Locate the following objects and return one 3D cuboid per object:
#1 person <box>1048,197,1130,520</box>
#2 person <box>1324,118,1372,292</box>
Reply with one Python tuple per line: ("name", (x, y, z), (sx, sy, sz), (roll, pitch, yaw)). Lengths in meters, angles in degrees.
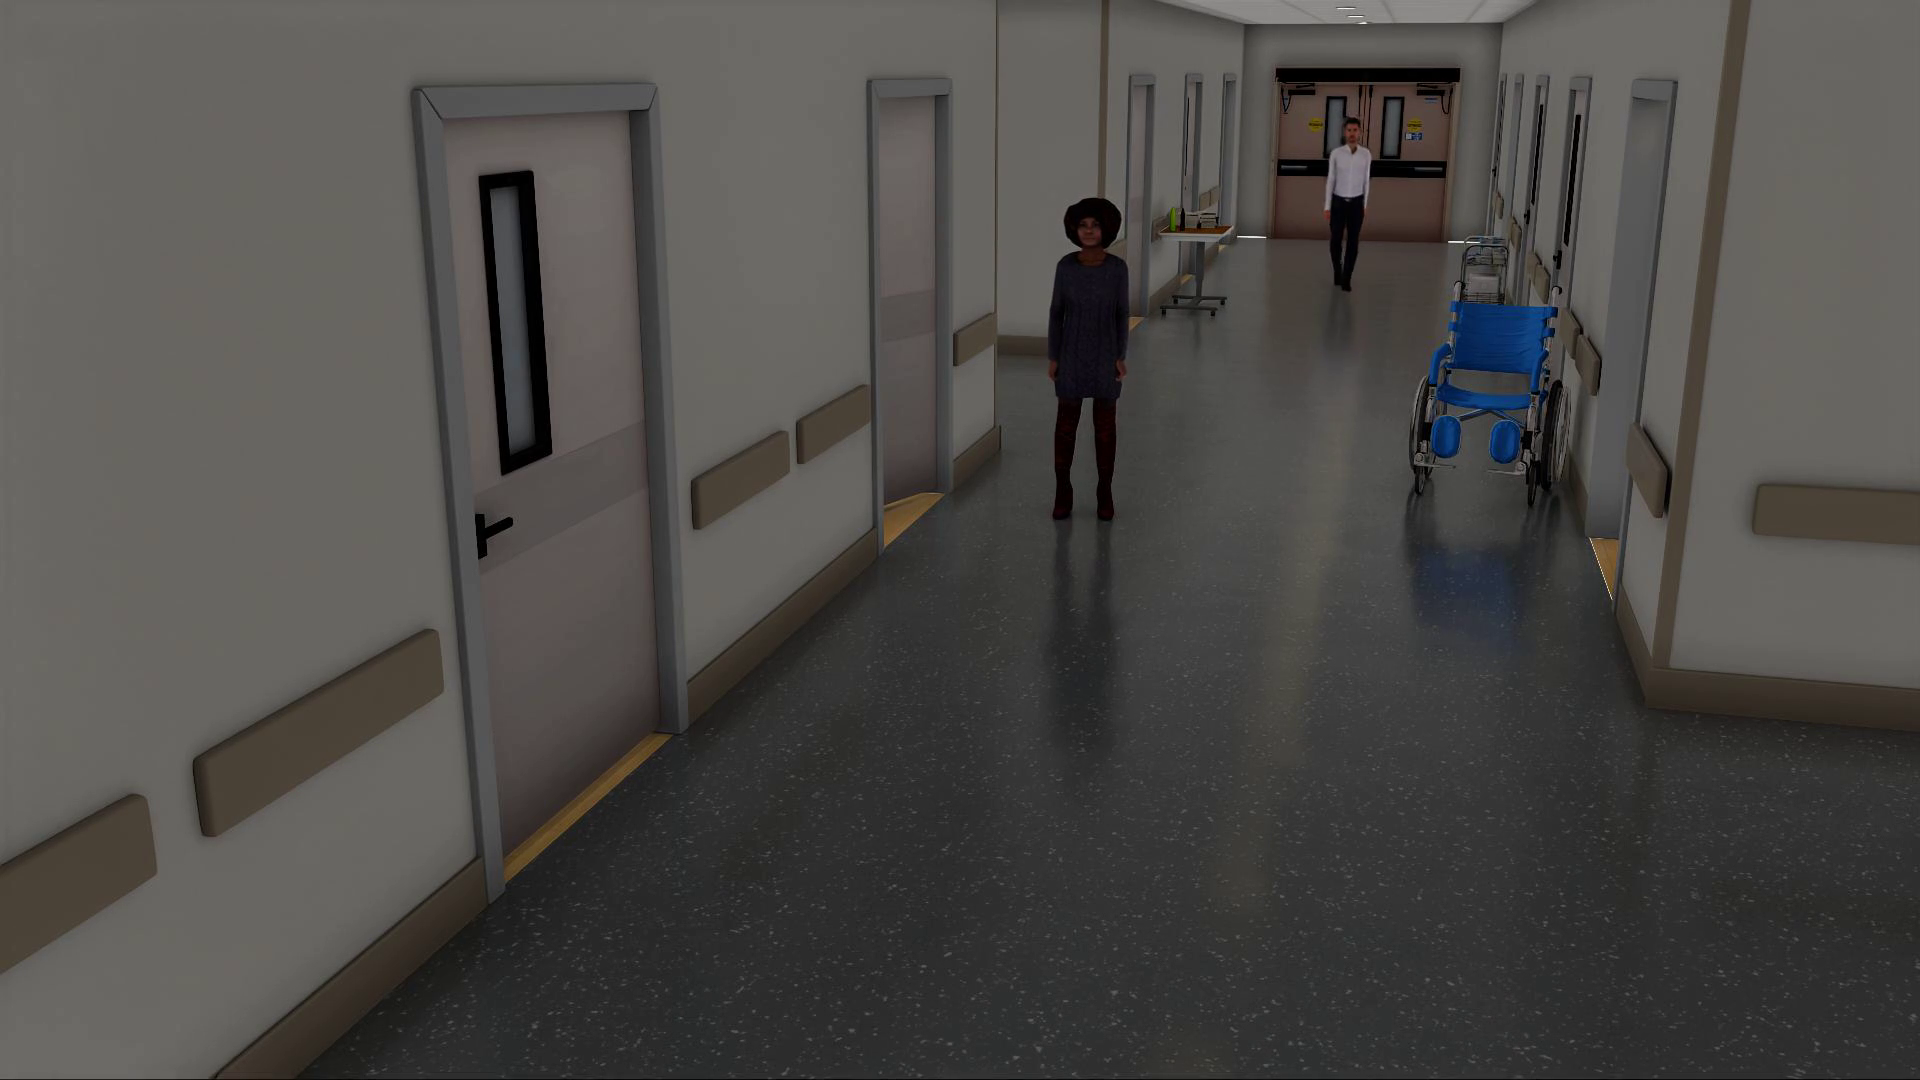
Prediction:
("person", (0.688, -0.965, 8.899), (0.603, 1.710, 0.552), (2, 16, 7))
("person", (4.258, -3.690, 18.323), (0.702, 1.842, 1.238), (3, 16, 10))
